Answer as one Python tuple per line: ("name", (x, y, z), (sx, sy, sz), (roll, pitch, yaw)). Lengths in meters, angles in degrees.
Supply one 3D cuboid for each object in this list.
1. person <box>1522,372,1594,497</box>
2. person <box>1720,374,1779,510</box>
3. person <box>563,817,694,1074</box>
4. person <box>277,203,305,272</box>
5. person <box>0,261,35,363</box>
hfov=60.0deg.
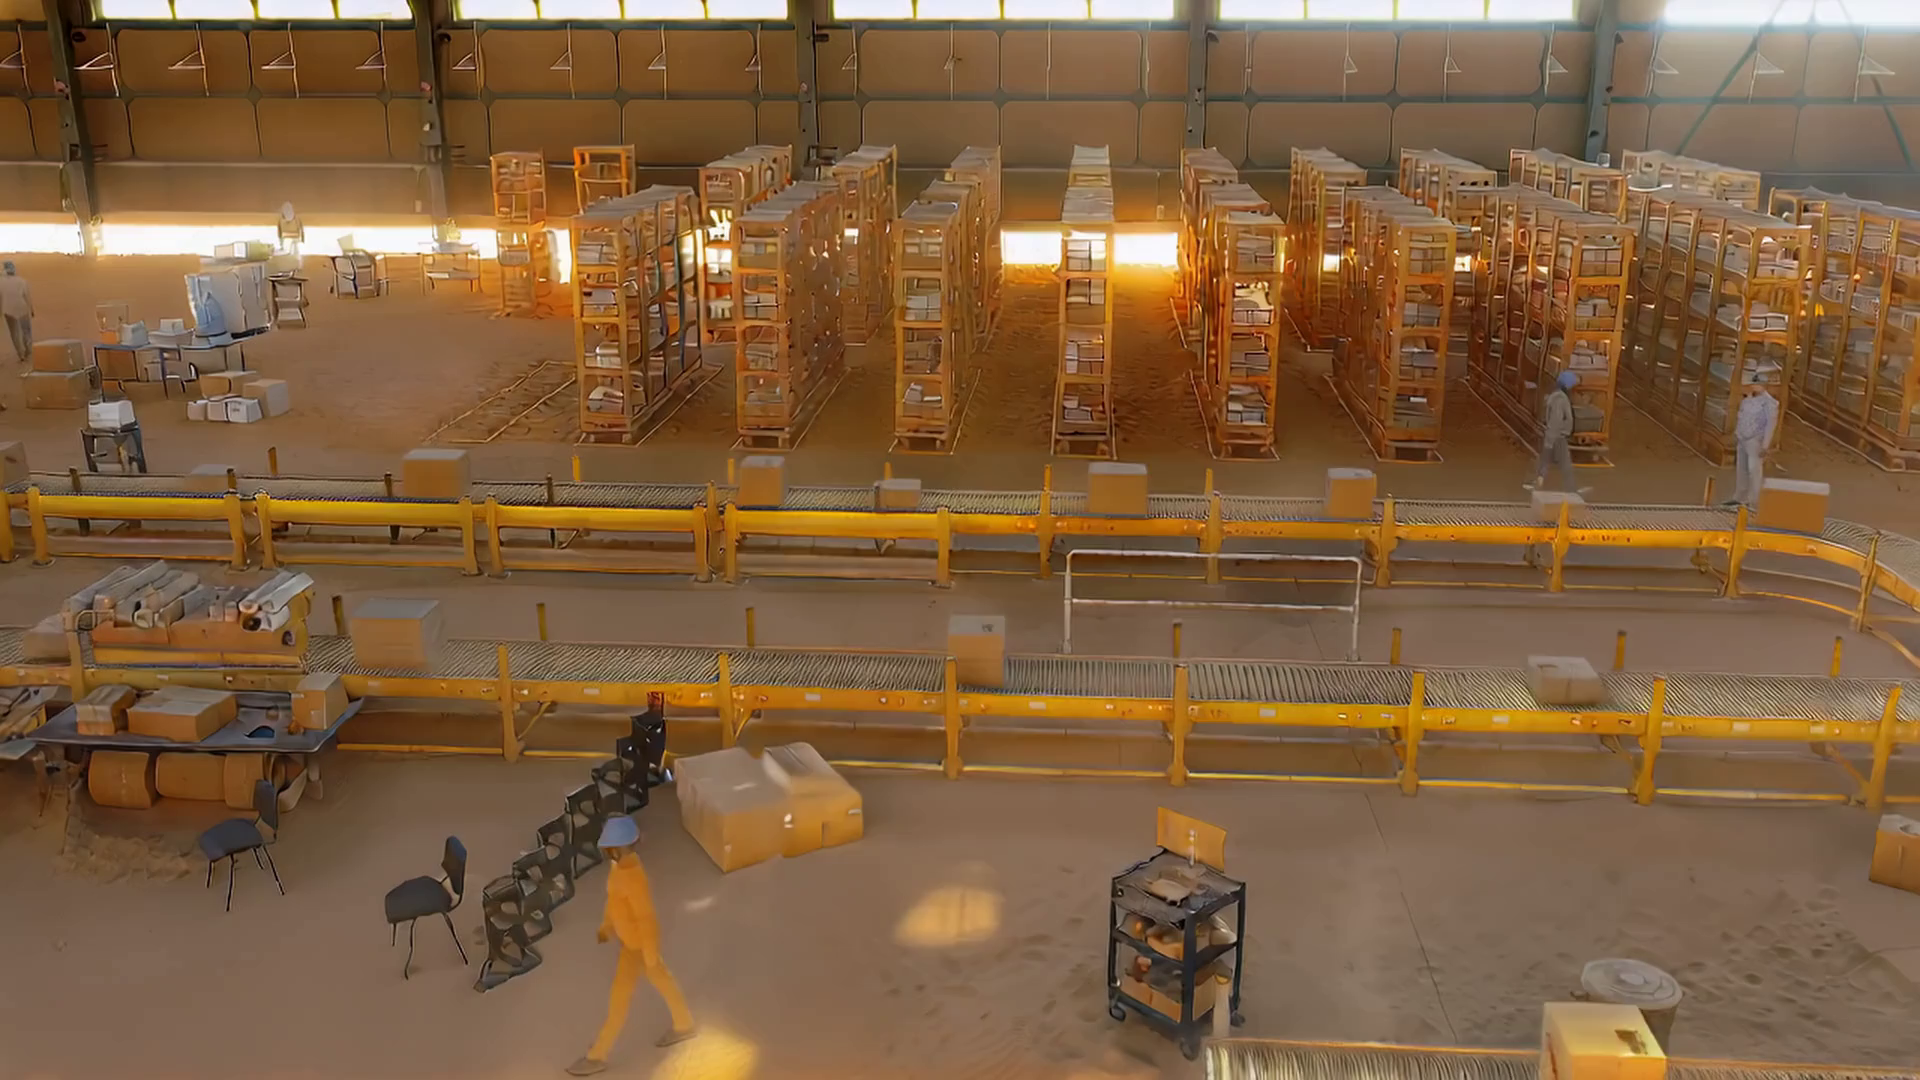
("person", (8.449, -1.479, 23.332), (0.973, 1.773, 0.617), (4, 18, 14))
("person", (10.764, -1.329, 22.655), (0.406, 1.911, 0.636), (-3, 18, -11))
("person", (-2.136, 2.556, 10.619), (0.909, 1.724, 0.522), (-7, 19, -20))
("person", (-17.653, -7.983, 43.906), (0.634, 1.831, 0.429), (-8, 19, -24))
("person", (-18.461, -4.478, 32.526), (0.646, 1.975, 0.672), (-8, 19, -24))
